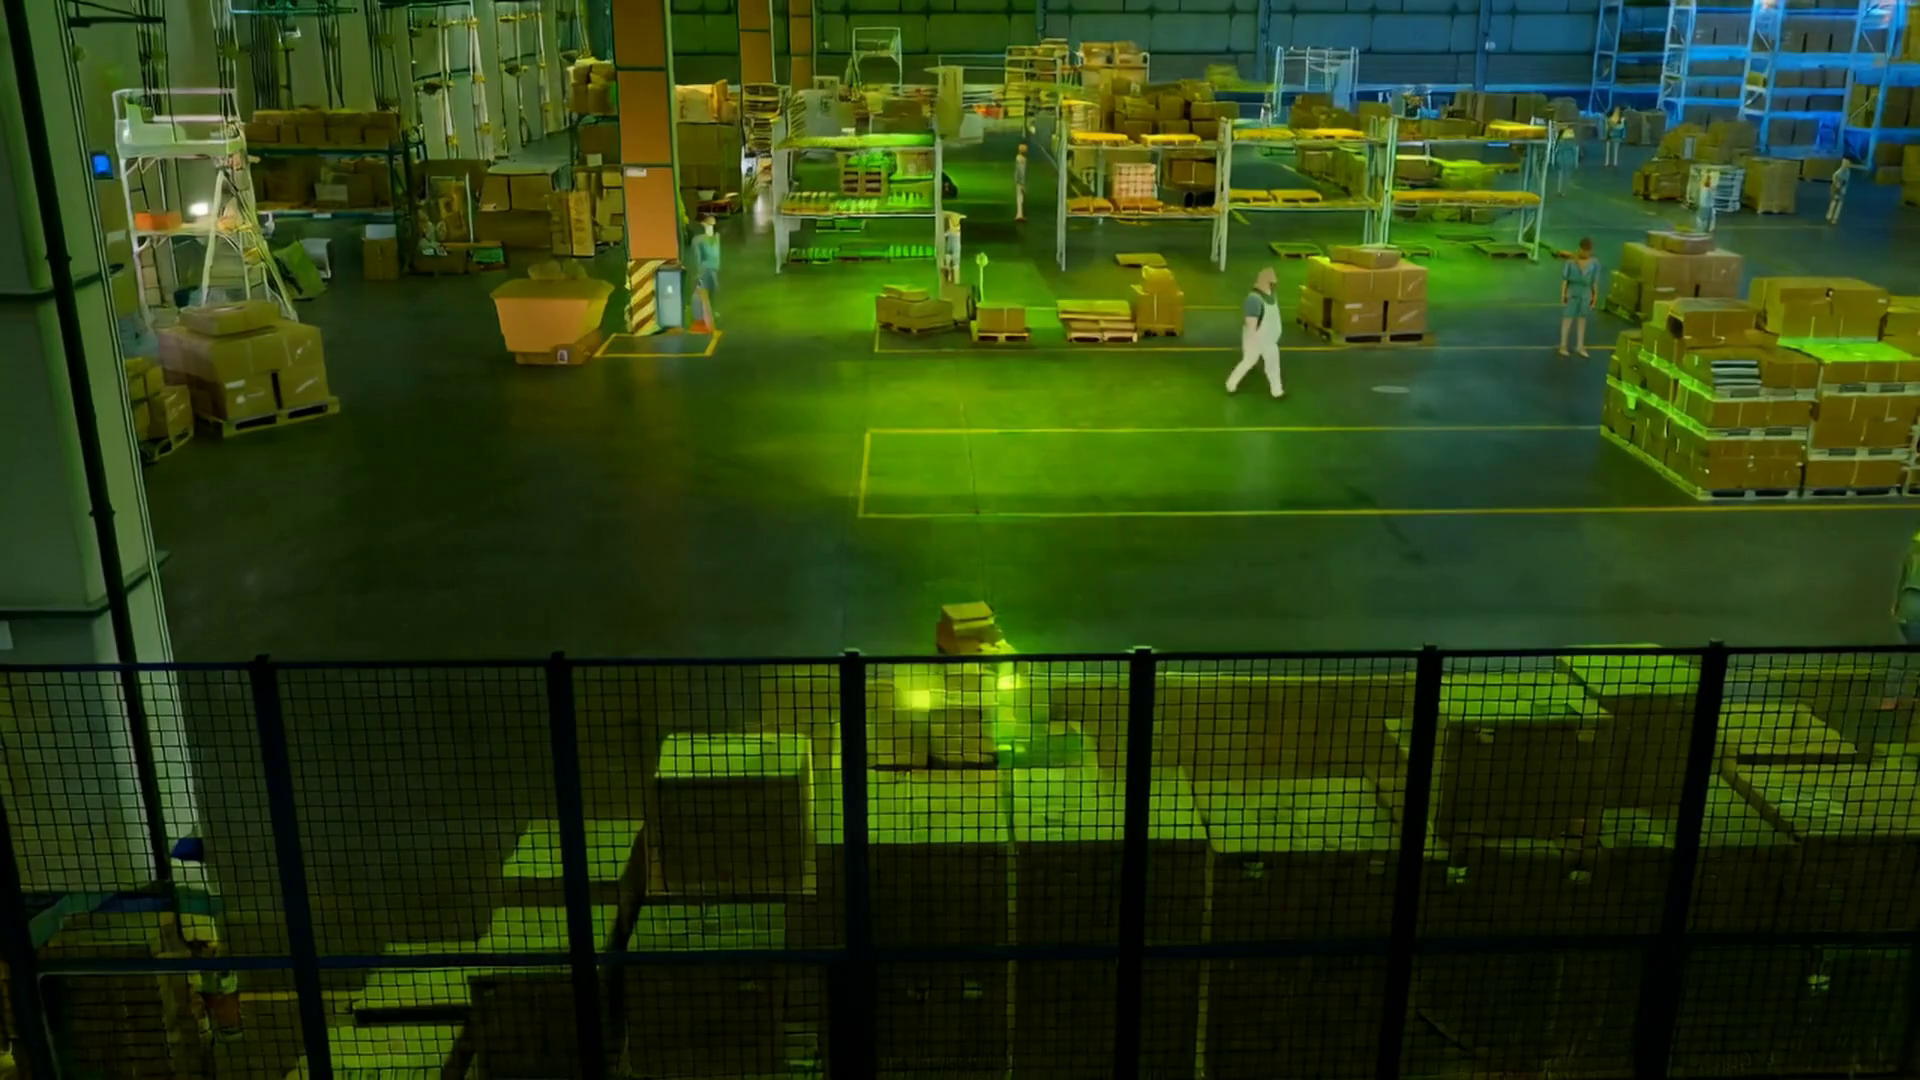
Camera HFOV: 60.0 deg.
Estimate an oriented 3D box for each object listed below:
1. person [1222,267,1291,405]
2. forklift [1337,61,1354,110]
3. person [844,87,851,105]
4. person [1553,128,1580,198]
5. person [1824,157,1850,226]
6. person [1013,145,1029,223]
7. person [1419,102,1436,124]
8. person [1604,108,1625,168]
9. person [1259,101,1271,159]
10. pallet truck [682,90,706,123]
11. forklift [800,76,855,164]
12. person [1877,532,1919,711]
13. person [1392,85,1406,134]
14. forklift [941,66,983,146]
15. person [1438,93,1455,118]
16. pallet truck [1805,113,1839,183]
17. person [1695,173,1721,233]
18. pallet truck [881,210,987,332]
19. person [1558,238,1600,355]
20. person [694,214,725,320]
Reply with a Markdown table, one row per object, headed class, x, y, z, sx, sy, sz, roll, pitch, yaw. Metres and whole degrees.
| class | x | y | z | sx | sy | sz | roll | pitch | yaw |
| --- | --- | --- | --- | --- | --- | --- | --- | --- | --- |
| person | 4.301 | -2.997 | 24.055 | 1.010 | 2.000 | 0.694 | 14 | 23 | 37 |
| forklift | 15.197 | -17.540 | 65.905 | 1.873 | 2.768 | 1.129 | -1 | 19 | -2 |
| person | -4.628 | -17.681 | 68.145 | 0.317 | 1.697 | 0.540 | -6 | 20 | -18 |
| person | 17.144 | -10.659 | 46.995 | 0.666 | 1.901 | 0.906 | 10 | 21 | 26 |
| person | 21.914 | -8.685 | 41.475 | 0.532 | 1.690 | 0.322 | -8 | 20 | -23 |
| person | 1.533 | -9.011 | 42.065 | 0.378 | 1.932 | 0.629 | -3 | 19 | -9 |
| person | 16.409 | -14.465 | 58.460 | 0.638 | 1.805 | 0.959 | -7 | 20 | -20 |
| person | 21.336 | -13.111 | 54.270 | 0.591 | 1.911 | 0.390 | 7 | 20 | 19 |
| person | 10.499 | -14.115 | 57.196 | 0.357 | 1.938 | 0.637 | -1 | 19 | -2 |
| pallet truck | -9.671 | -15.907 | 62.421 | 0.823 | 1.965 | 1.885 | 5 | 19 | 15 |
| forklift | -4.427 | -14.116 | 55.747 | 1.129 | 2.768 | 1.873 | 10 | 21 | 28 |
| person | 8.047 | 0.586 | 13.921 | 0.793 | 1.717 | 0.503 | -14 | 23 | -35 |
| person | 17.086 | -16.746 | 64.933 | 0.662 | 1.976 | 0.618 | 6 | 20 | 19 |
| forklift | -0.165 | -16.070 | 61.545 | 1.873 | 2.768 | 1.129 | -10 | 21 | -26 |
| person | 17.994 | -15.545 | 61.501 | 0.566 | 1.899 | 0.922 | 8 | 20 | 23 |
| pallet truck | 26.403 | -11.957 | 50.702 | 0.823 | 1.965 | 1.885 | 6 | 19 | 16 |
| person | 16.100 | -6.936 | 35.879 | 0.378 | 1.958 | 0.606 | -2 | 19 | -6 |
| pallet truck | -0.493 | -4.759 | 29.349 | 1.885 | 1.965 | 0.823 | -13 | 23 | -34 |
| person | 10.093 | -3.957 | 27.087 | 0.542 | 1.928 | 0.399 | 1 | 19 | 4 |
| person | -4.471 | -4.889 | 29.865 | 0.565 | 1.904 | 0.620 | 16 | 24 | 40 |
